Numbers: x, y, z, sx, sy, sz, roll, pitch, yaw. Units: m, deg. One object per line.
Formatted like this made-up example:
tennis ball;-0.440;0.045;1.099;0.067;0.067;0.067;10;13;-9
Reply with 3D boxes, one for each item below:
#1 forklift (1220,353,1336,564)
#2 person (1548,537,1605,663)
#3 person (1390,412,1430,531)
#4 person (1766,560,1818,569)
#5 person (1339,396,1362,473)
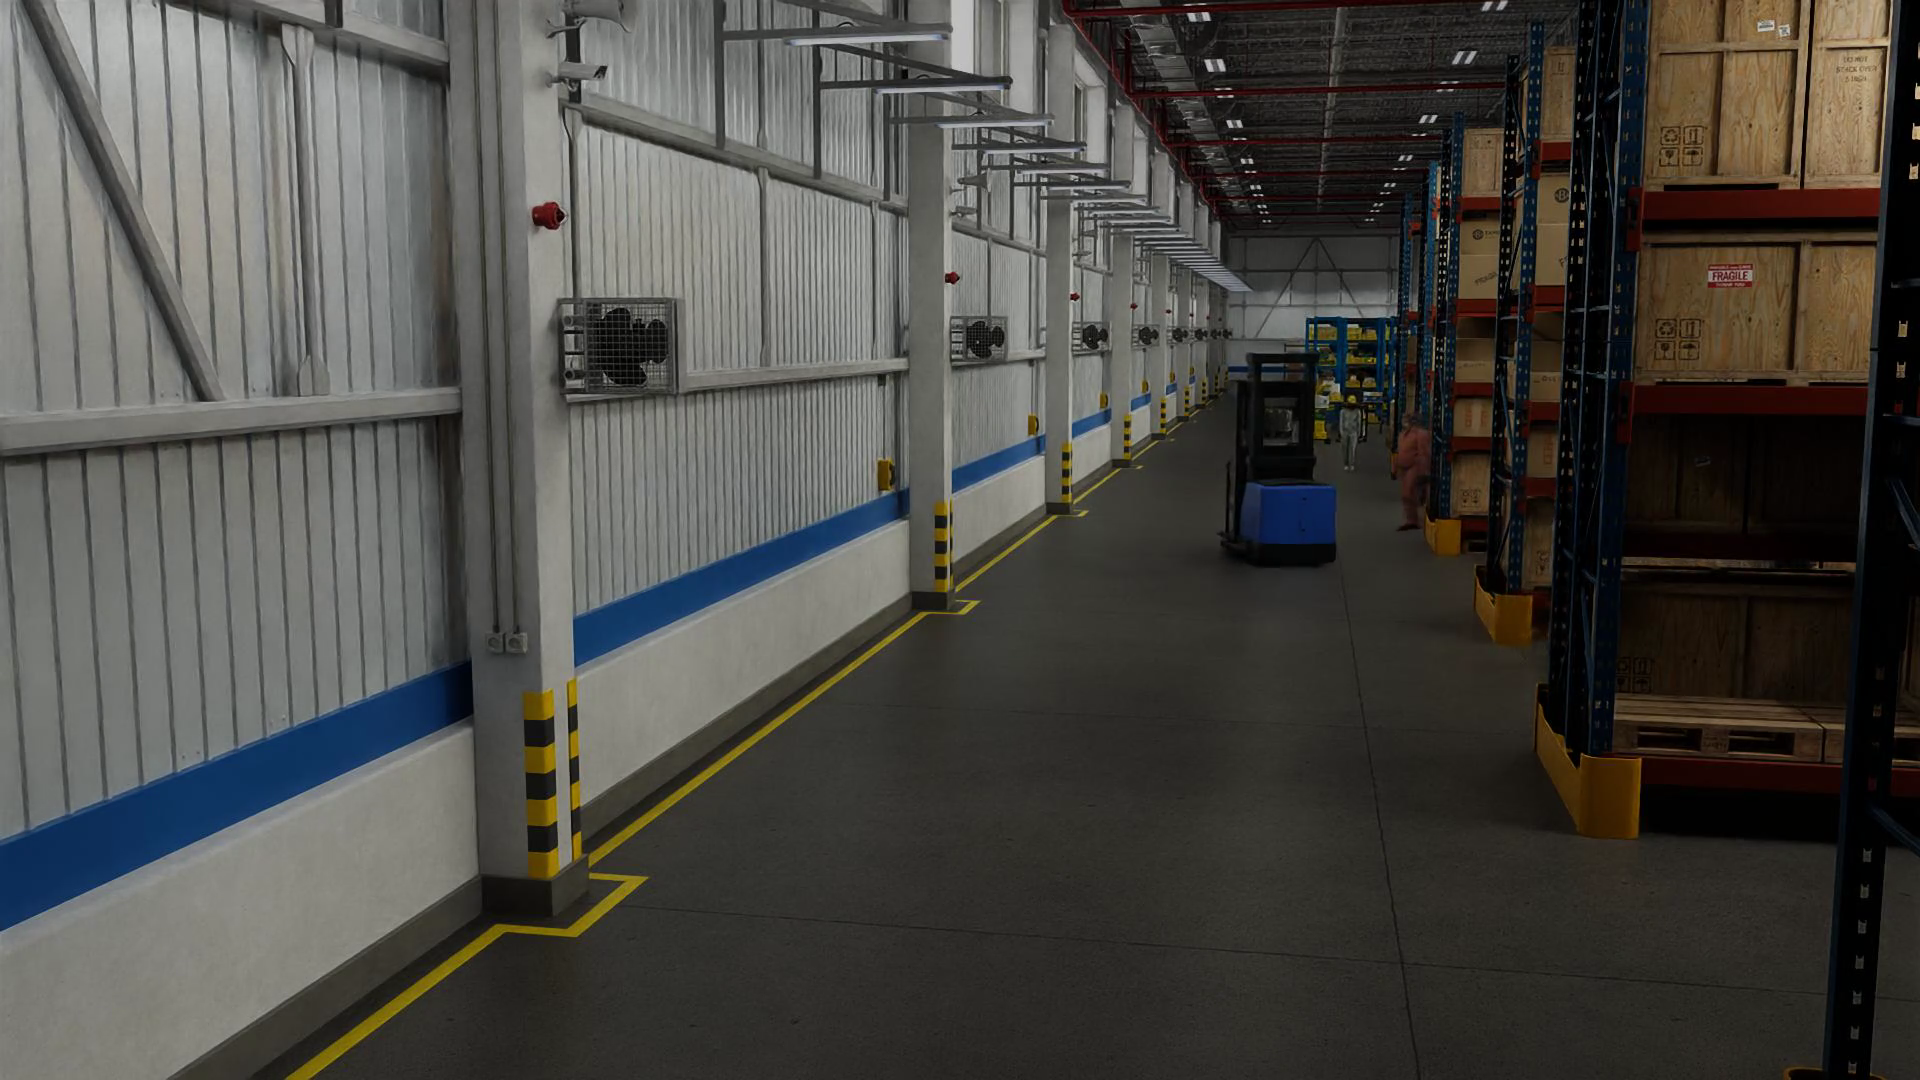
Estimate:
forklift;4.357;-1.151;22.603;1.129;2.768;1.873;-1;7;-6
person;5.639;0.354;15.060;0.586;1.737;0.405;-6;9;-38
person;6.982;-1.065;25.915;0.683;1.865;0.761;-2;8;-19
person;6.840;0.478;13.814;0.613;1.808;0.595;6;10;42
person;8.692;-2.364;37.055;0.482;1.696;0.928;1;7;12
